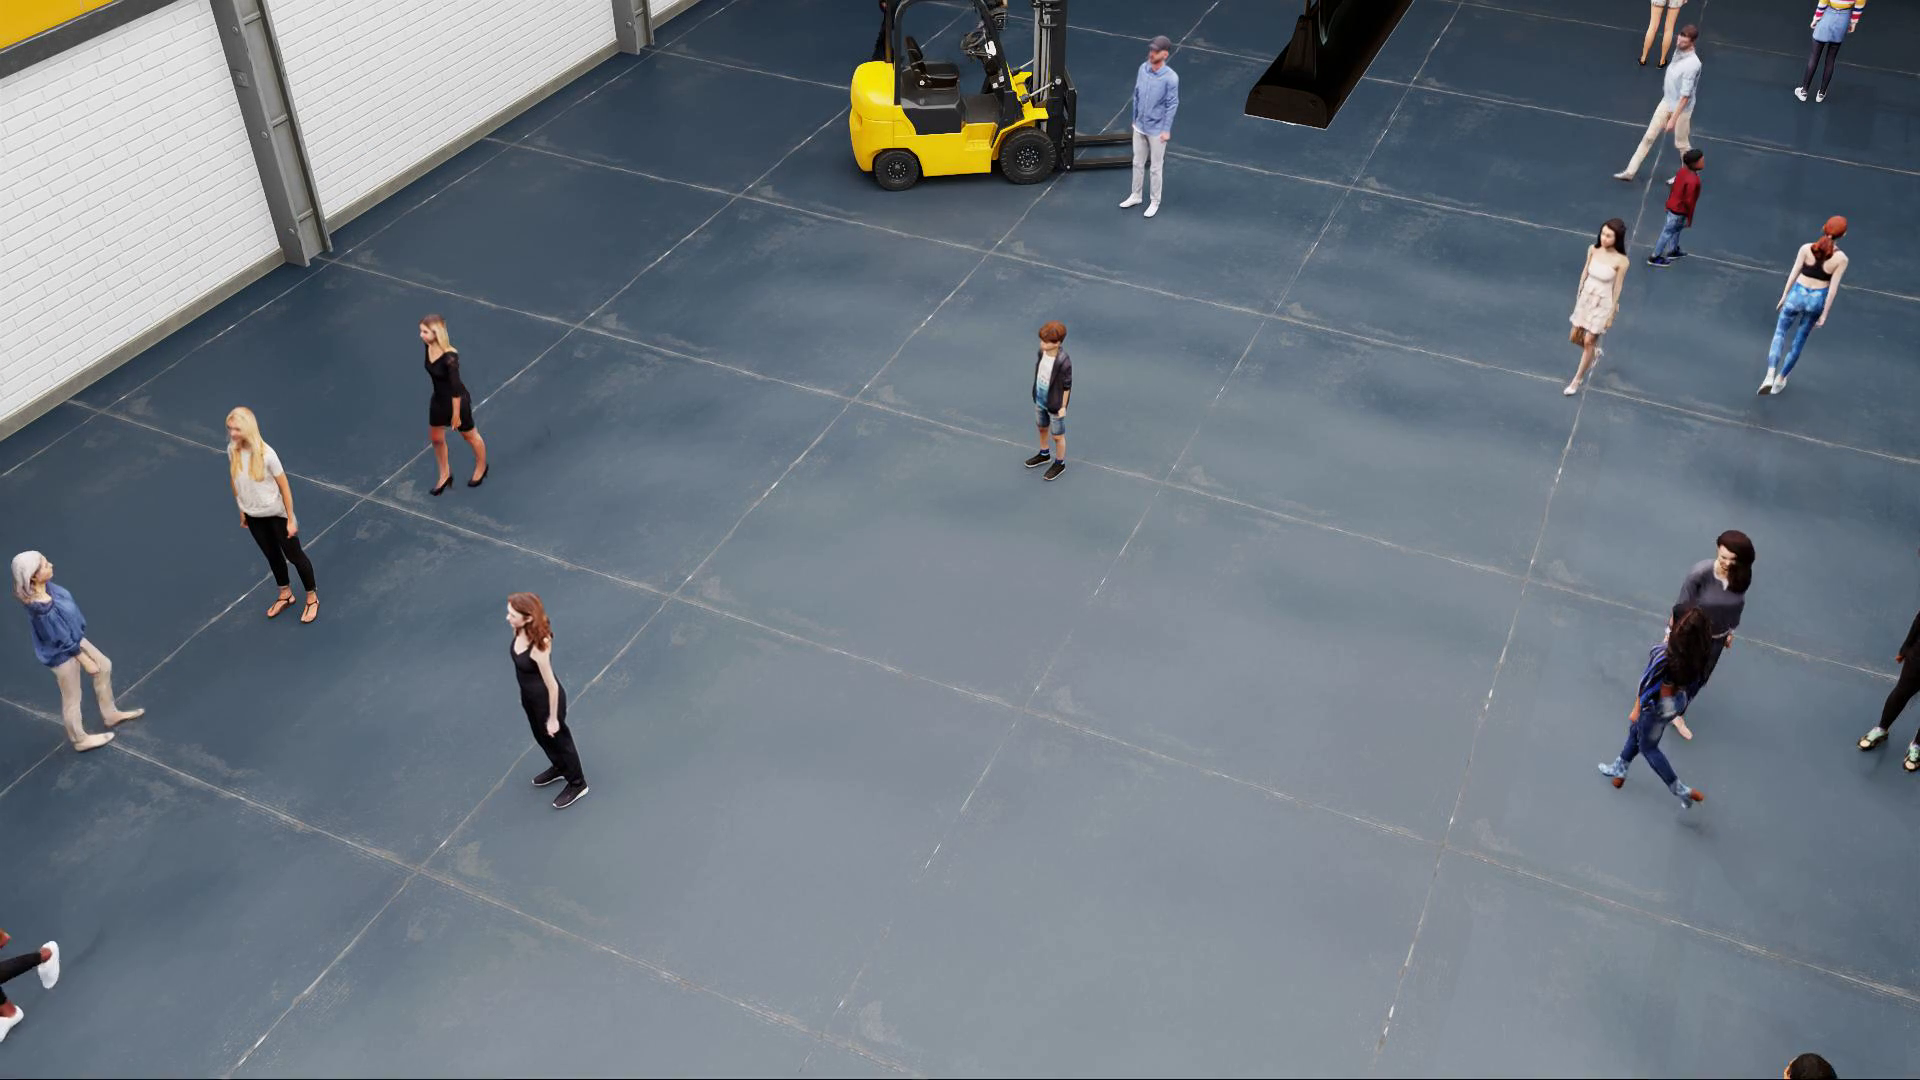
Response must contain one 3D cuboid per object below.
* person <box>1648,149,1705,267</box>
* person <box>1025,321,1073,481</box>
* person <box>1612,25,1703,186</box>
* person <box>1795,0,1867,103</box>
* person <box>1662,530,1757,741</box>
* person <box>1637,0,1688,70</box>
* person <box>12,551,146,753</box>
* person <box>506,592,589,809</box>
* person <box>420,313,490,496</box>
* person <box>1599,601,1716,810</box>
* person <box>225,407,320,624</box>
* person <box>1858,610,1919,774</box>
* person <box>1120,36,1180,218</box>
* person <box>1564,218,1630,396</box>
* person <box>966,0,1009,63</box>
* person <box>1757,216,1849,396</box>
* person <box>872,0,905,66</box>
[{"bbox_3d":[7.086,-3.302,16.538,0.706,1.245,0.677,1,39,2],"label":"person"},{"bbox_3d":[0.751,-1.167,13.703,0.623,1.446,0.611,-27,46,-30],"label":"person"},{"bbox_3d":[7.721,-4.605,17.717,1.131,1.808,1.194,-2,39,-2],"label":"person"},{"bbox_3d":[10.259,-6.058,19.537,0.688,1.809,0.569,9,40,11],"label":"person"},{"bbox_3d":[4.962,0.578,11.265,0.798,1.762,0.850,-5,39,-7],"label":"person"},{"bbox_3d":[8.667,-6.688,20.296,0.600,1.846,0.537,14,41,17],"label":"person"},{"bbox_3d":[-6.056,0.780,11.083,0.870,1.684,0.803,-21,43,-24],"label":"person"},{"bbox_3d":[-2.679,1.009,10.738,0.652,1.746,0.665,-27,46,-30],"label":"person"},{"bbox_3d":[-4.046,-1.132,13.489,0.693,1.659,0.820,29,47,31],"label":"person"},{"bbox_3d":[4.587,1.107,10.726,0.989,1.607,0.969,-24,44,-27],"label":"person"},{"bbox_3d":[-5.056,-0.194,12.179,0.636,1.827,0.590,8,39,10],"label":"person"},{"bbox_3d":[6.499,0.767,10.992,0.694,1.808,0.645,31,48,33],"label":"person"},{"bbox_3d":[1.991,-4.313,17.290,0.712,1.886,0.671,29,47,31],"label":"person"},{"bbox_3d":[5.645,-2.053,14.588,0.862,1.727,0.767,-24,45,-27],"label":"person"},{"bbox_3d":[0.317,-6.621,20.266,0.791,1.790,0.930,30,47,32],"label":"person"},{"bbox_3d":[7.310,-1.979,14.465,0.629,1.774,0.900,22,44,25],"label":"person"},{"bbox_3d":[-0.906,-6.703,20.389,0.780,1.753,0.661,15,41,18],"label":"person"}]
